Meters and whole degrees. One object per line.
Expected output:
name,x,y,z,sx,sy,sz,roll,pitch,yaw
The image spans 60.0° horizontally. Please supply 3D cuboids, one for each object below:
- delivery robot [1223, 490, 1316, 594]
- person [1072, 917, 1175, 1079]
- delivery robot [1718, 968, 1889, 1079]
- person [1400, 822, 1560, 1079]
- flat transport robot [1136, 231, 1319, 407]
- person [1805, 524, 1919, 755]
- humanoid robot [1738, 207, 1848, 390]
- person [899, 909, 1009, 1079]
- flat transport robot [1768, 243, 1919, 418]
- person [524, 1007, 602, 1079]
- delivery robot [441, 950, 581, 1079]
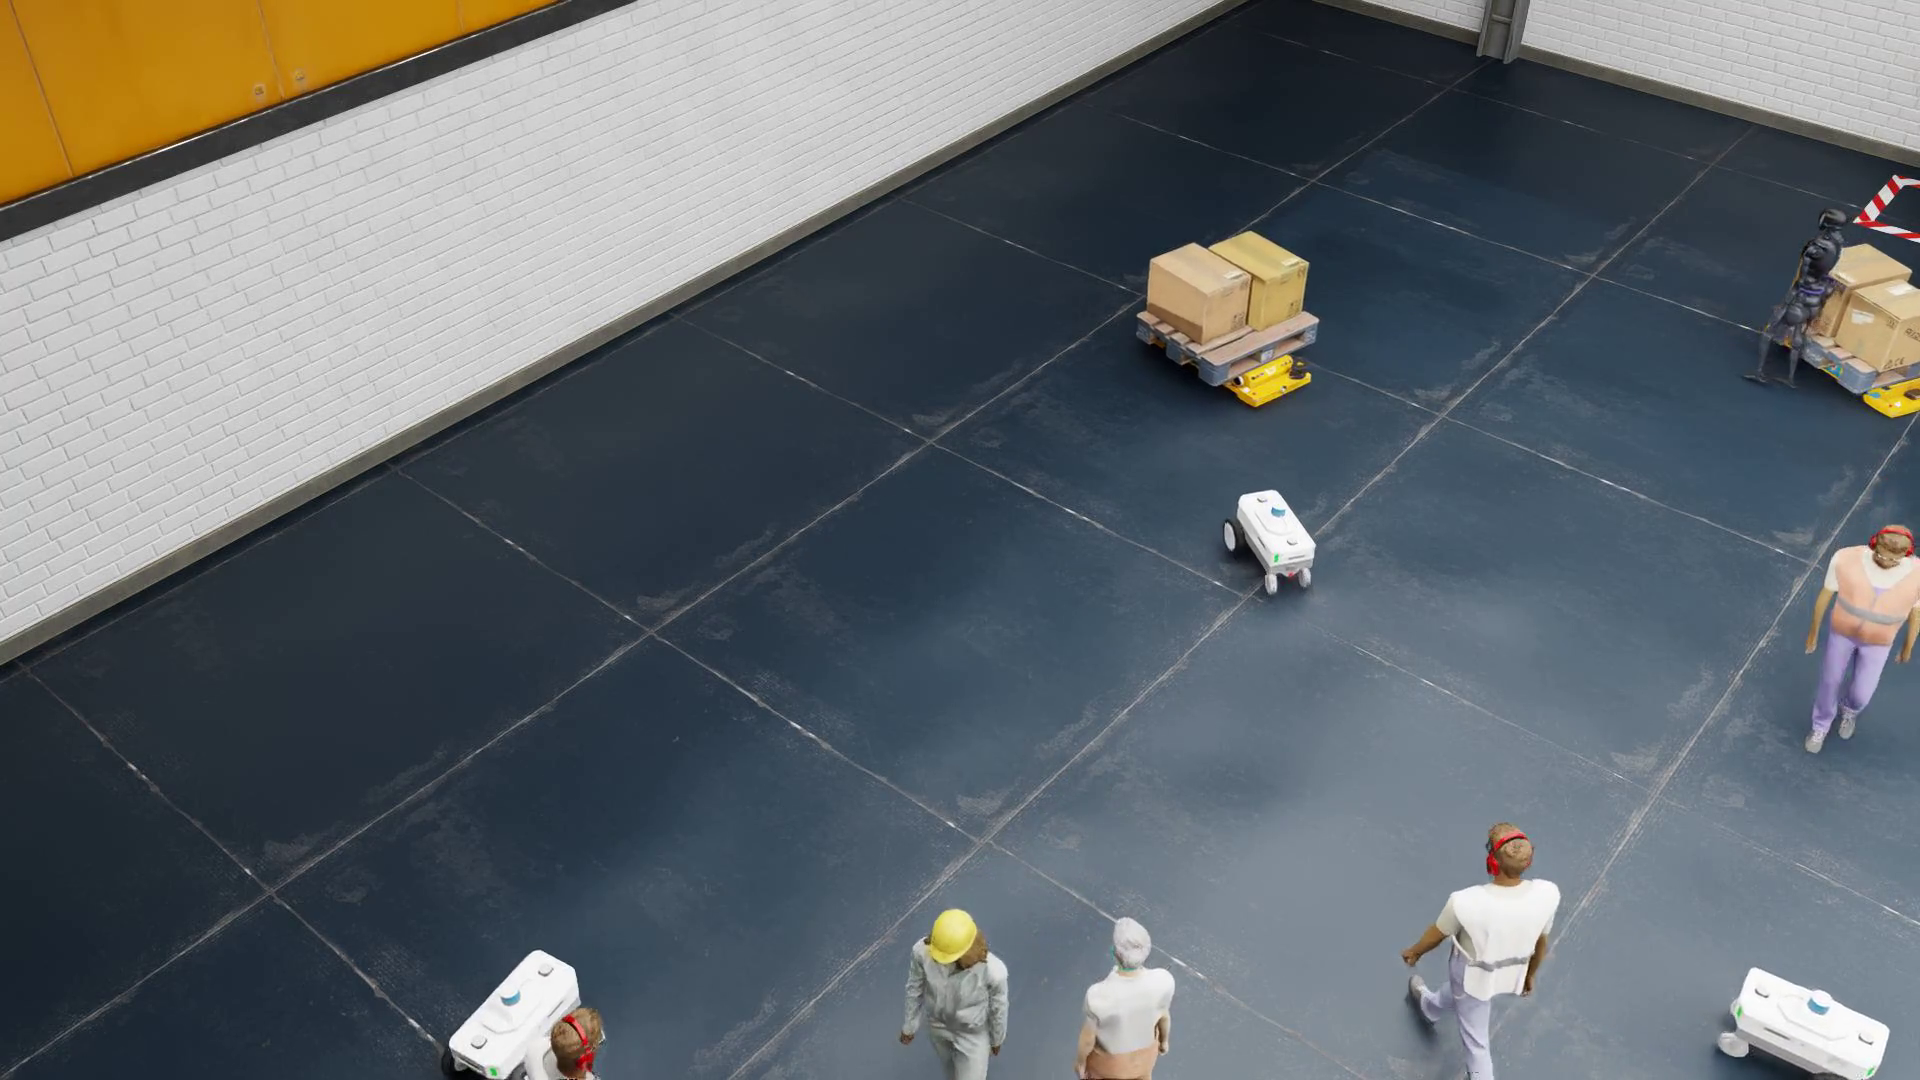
delivery robot,2.278,-0.029,12.104,0.499,0.606,0.794,-10,40,-12
person,0.794,2.461,8.063,0.478,1.737,0.314,-9,40,-12
delivery robot,4.492,2.621,8.813,0.807,0.606,0.499,23,44,26
person,2.625,2.153,8.401,0.597,1.786,1.000,-10,40,-12
flat transport robot,2.279,-1.633,14.313,0.659,0.231,1.431,-25,45,-27
person,5.567,0.600,10.308,0.614,1.813,0.473,20,43,23
humanoid robot,6.902,-1.996,13.640,0.596,1.646,0.437,-28,47,-30
person,-0.054,2.428,8.107,0.503,1.729,0.557,18,42,21
flat transport robot,7.673,-1.542,14.200,0.659,0.231,1.431,-14,41,-17
person,-1.697,2.797,7.585,0.584,1.824,0.425,31,48,33
delivery robot,-2.356,2.582,8.841,0.517,0.578,0.746,20,43,23
